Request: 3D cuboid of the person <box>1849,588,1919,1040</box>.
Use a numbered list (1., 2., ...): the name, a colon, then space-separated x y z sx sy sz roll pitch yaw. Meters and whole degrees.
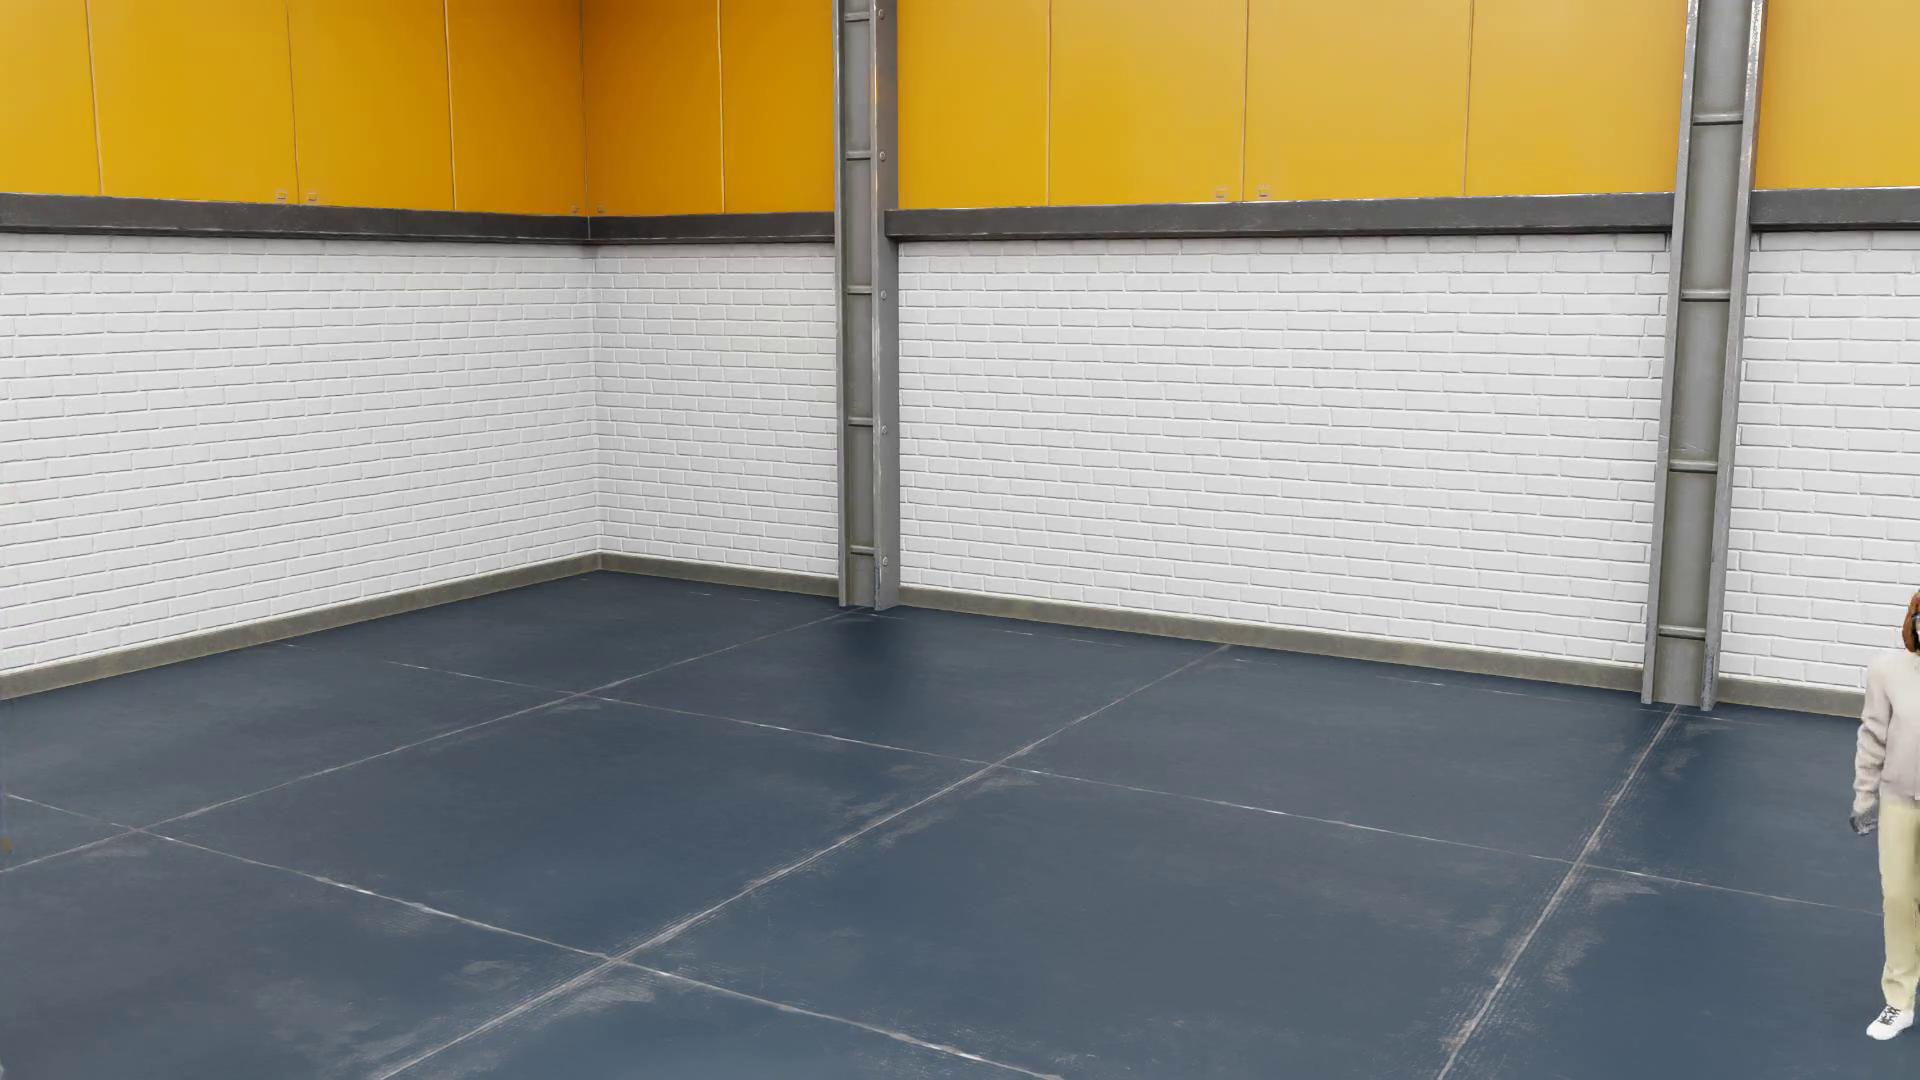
1. person: 3.354 0.930 5.722 0.409 1.625 0.500 -7 11 -35
